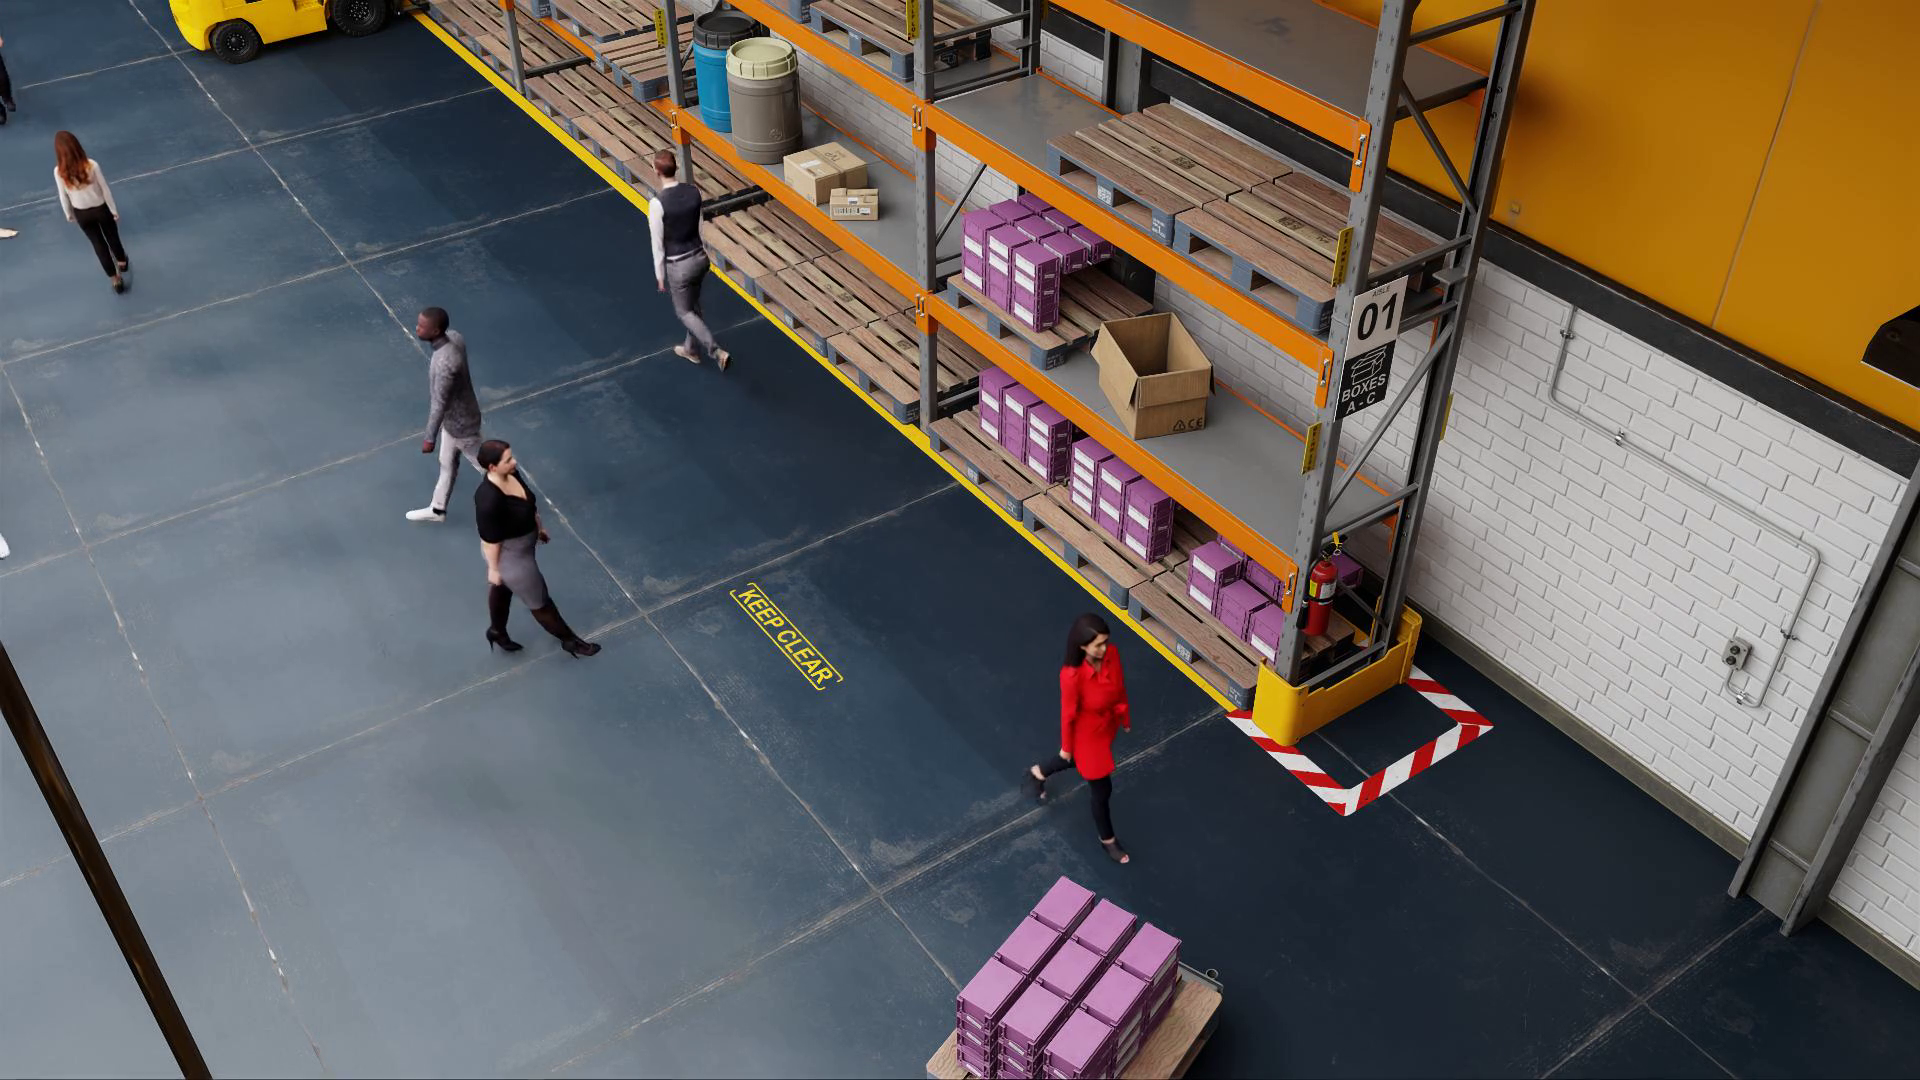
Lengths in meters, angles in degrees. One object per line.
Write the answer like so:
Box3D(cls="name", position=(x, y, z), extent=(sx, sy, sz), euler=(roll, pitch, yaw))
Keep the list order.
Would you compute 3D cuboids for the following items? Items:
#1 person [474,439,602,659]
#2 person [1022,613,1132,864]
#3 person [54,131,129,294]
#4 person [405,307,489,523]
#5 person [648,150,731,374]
Box3D(cls="person", position=(-2.977, 0.091, 10.681), extent=(1.094, 1.721, 1.091), euler=(2, 39, 2))
Box3D(cls="person", position=(0.683, 1.058, 9.473), extent=(1.124, 1.717, 0.807), euler=(26, 45, 29))
Box3D(cls="person", position=(-7.588, -2.838, 14.552), extent=(0.655, 1.467, 0.849), euler=(-15, 41, -18))
Box3D(cls="person", position=(-3.433, -0.838, 11.778), extent=(0.952, 1.803, 1.104), euler=(-12, 40, -14))
Box3D(cls="person", position=(-2.131, -2.166, 13.367), extent=(0.772, 1.896, 1.099), euler=(-31, 48, -33))
